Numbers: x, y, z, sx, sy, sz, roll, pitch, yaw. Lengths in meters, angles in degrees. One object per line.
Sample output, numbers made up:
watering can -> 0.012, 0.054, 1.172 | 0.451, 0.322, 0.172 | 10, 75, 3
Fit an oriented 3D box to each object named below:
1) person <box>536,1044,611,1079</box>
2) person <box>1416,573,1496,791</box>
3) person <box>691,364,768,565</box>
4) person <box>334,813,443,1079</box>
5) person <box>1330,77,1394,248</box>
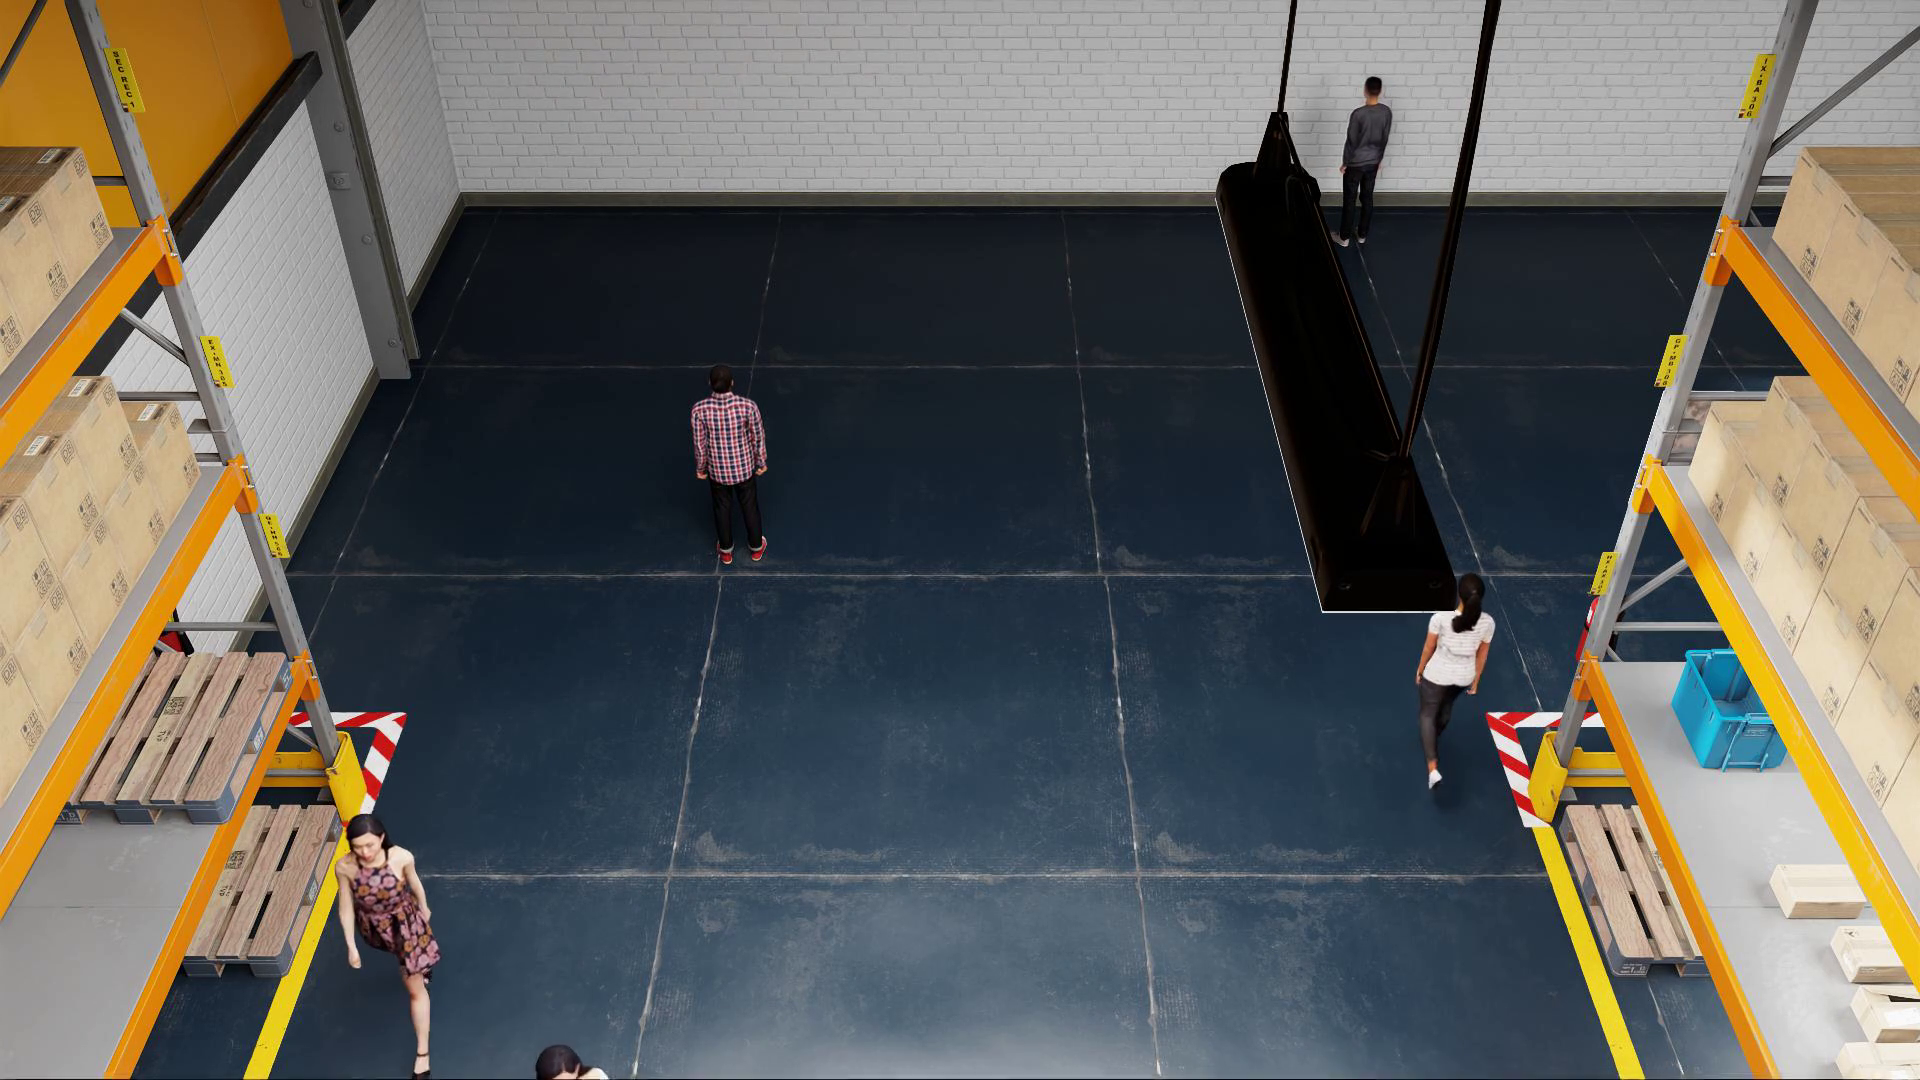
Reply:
person -> -1.870, 2.964, 8.224 | 0.906, 1.733, 1.206 | -14, 41, -17
person -> 3.209, 0.939, 10.850 | 0.610, 1.621, 0.988 | 3, 39, 4
person -> -1.746, -0.579, 12.639 | 0.733, 1.760, 0.625 | -6, 39, -7
person -> -3.176, 2.103, 9.323 | 0.757, 1.708, 1.242 | -6, 39, -7
person -> 4.031, -3.790, 16.655 | 0.676, 1.766, 0.639 | -11, 40, -13
